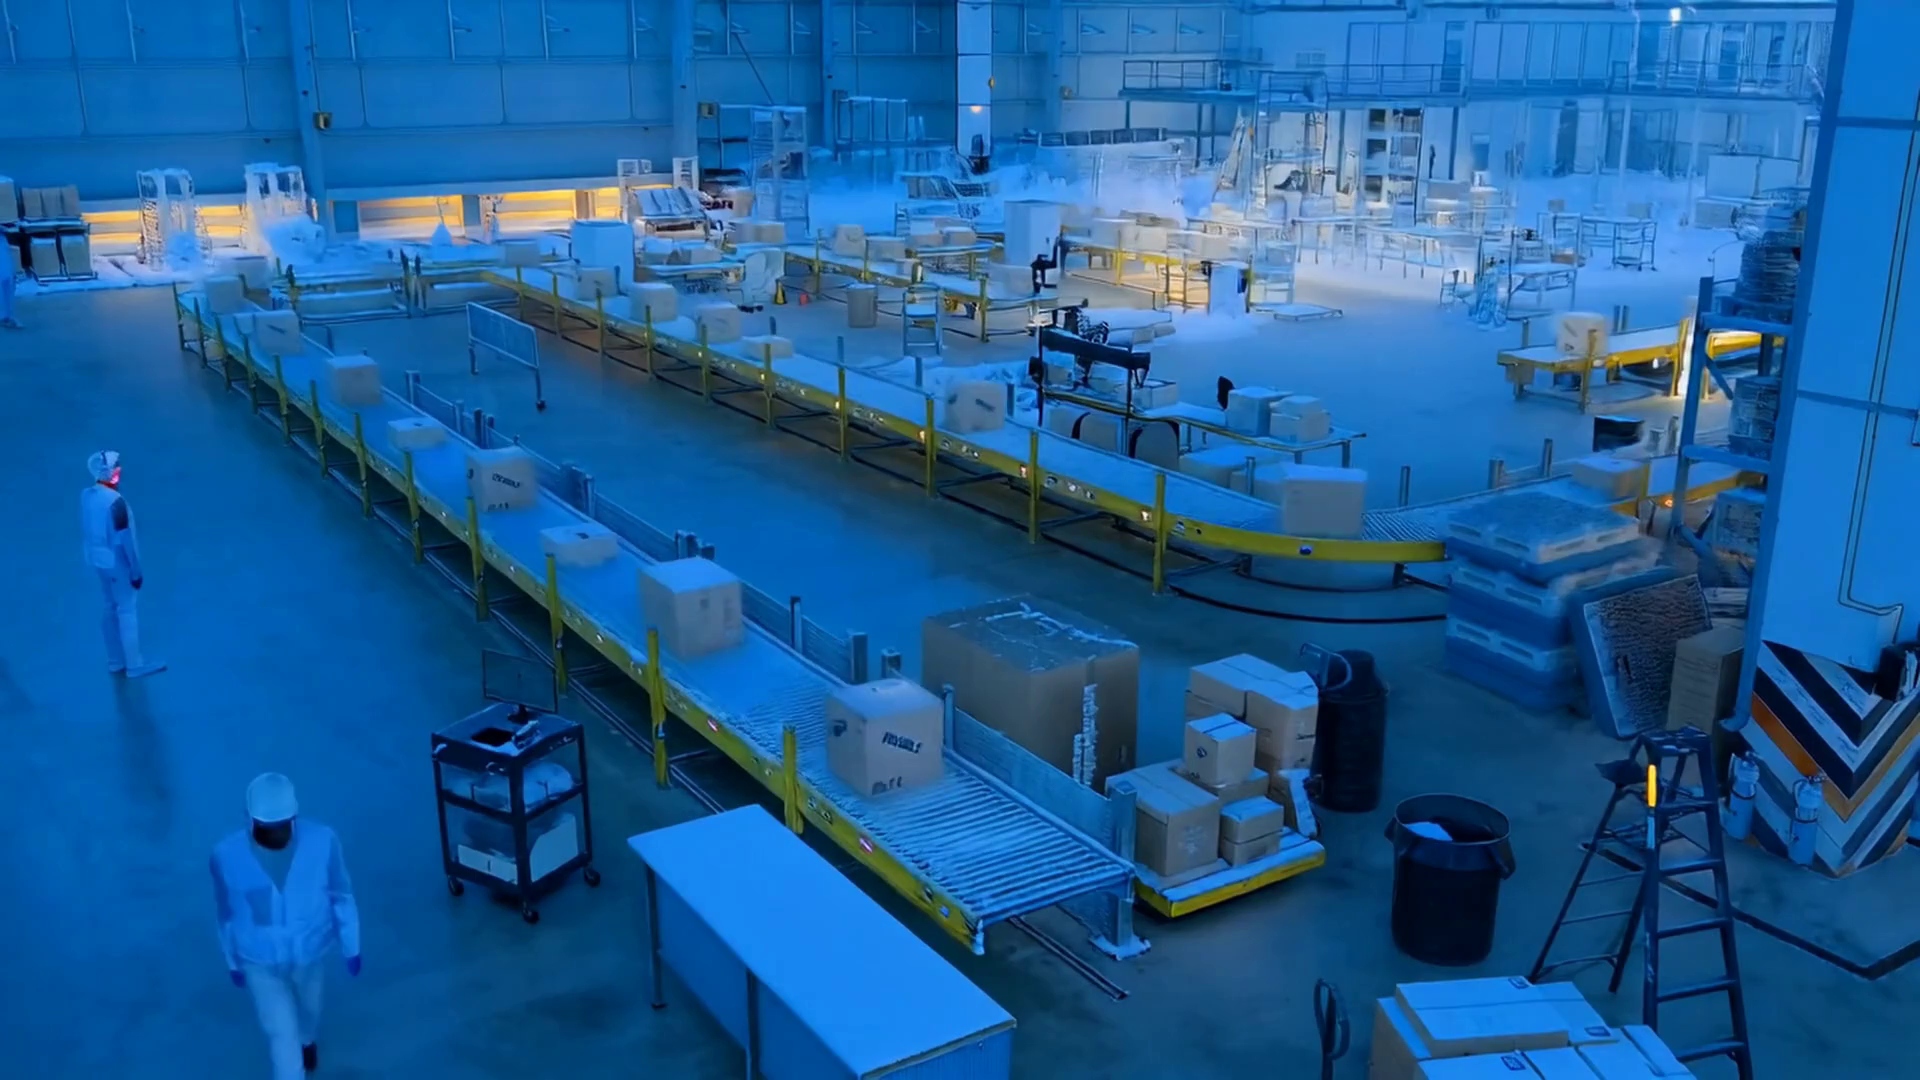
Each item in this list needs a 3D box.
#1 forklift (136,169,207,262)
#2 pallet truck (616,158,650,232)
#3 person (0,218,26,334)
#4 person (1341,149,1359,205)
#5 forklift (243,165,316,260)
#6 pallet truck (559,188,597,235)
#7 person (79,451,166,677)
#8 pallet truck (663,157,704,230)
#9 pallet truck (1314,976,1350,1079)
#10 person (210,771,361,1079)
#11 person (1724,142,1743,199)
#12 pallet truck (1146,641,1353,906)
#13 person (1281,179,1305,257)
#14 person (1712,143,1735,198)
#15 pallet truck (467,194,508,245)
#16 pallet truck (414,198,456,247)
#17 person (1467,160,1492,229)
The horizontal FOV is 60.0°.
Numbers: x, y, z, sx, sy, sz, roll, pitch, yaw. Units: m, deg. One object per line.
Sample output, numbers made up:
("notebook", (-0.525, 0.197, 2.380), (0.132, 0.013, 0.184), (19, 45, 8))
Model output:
("forklift", (-17.842, -7.318, 37.559), (1.157, 1.987, 2.680), (-10, 20, -31))
("pallet truck", (-8.918, -9.176, 44.255), (0.823, 1.965, 1.885), (-9, 19, -27))
("person", (-16.718, -4.625, 29.118), (0.393, 1.990, 0.623), (-3, 17, -9))
("person", (11.968, -11.105, 51.068), (0.522, 1.769, 0.318), (7, 18, 23))
("forklift", (-15.898, -7.669, 38.708), (1.157, 1.987, 2.680), (-11, 20, -33))
("pallet truck", (-10.010, -8.652, 43.699), (0.653, 1.274, 1.630), (-10, 20, -31))
("person", (-6.771, 0.197, 13.323), (0.570, 1.845, 0.384), (11, 20, 34))
("pallet truck", (-7.586, -9.308, 44.692), (0.823, 1.965, 1.885), (-11, 20, -33))
("pallet truck", (2.299, 2.390, 7.086), (1.601, 1.201, 0.680), (-2, 17, -7))
("person", (-3.159, 1.878, 7.844), (0.597, 1.788, 0.957), (-8, 19, -26))
("person", (24.035, -11.408, 51.799), (0.586, 1.928, 0.369), (1, 17, 3))
("pallet truck", (1.664, 1.407, 10.232), (1.630, 1.274, 0.653), (-10, 20, -31))
("person", (7.965, -7.706, 39.726), (0.481, 1.802, 1.015), (-8, 19, -25))
("person", (23.048, -11.011, 50.286), (0.685, 2.000, 0.884), (-6, 18, -19))
("pallet truck", (-11.983, -8.177, 42.137), (0.704, 1.261, 1.522), (-11, 20, -33))
("pallet truck", (-13.250, -8.060, 41.856), (0.680, 1.201, 1.601), (-10, 20, -31))
("person", (14.293, -9.500, 45.617), (0.593, 1.838, 0.976), (-10, 19, -29))
